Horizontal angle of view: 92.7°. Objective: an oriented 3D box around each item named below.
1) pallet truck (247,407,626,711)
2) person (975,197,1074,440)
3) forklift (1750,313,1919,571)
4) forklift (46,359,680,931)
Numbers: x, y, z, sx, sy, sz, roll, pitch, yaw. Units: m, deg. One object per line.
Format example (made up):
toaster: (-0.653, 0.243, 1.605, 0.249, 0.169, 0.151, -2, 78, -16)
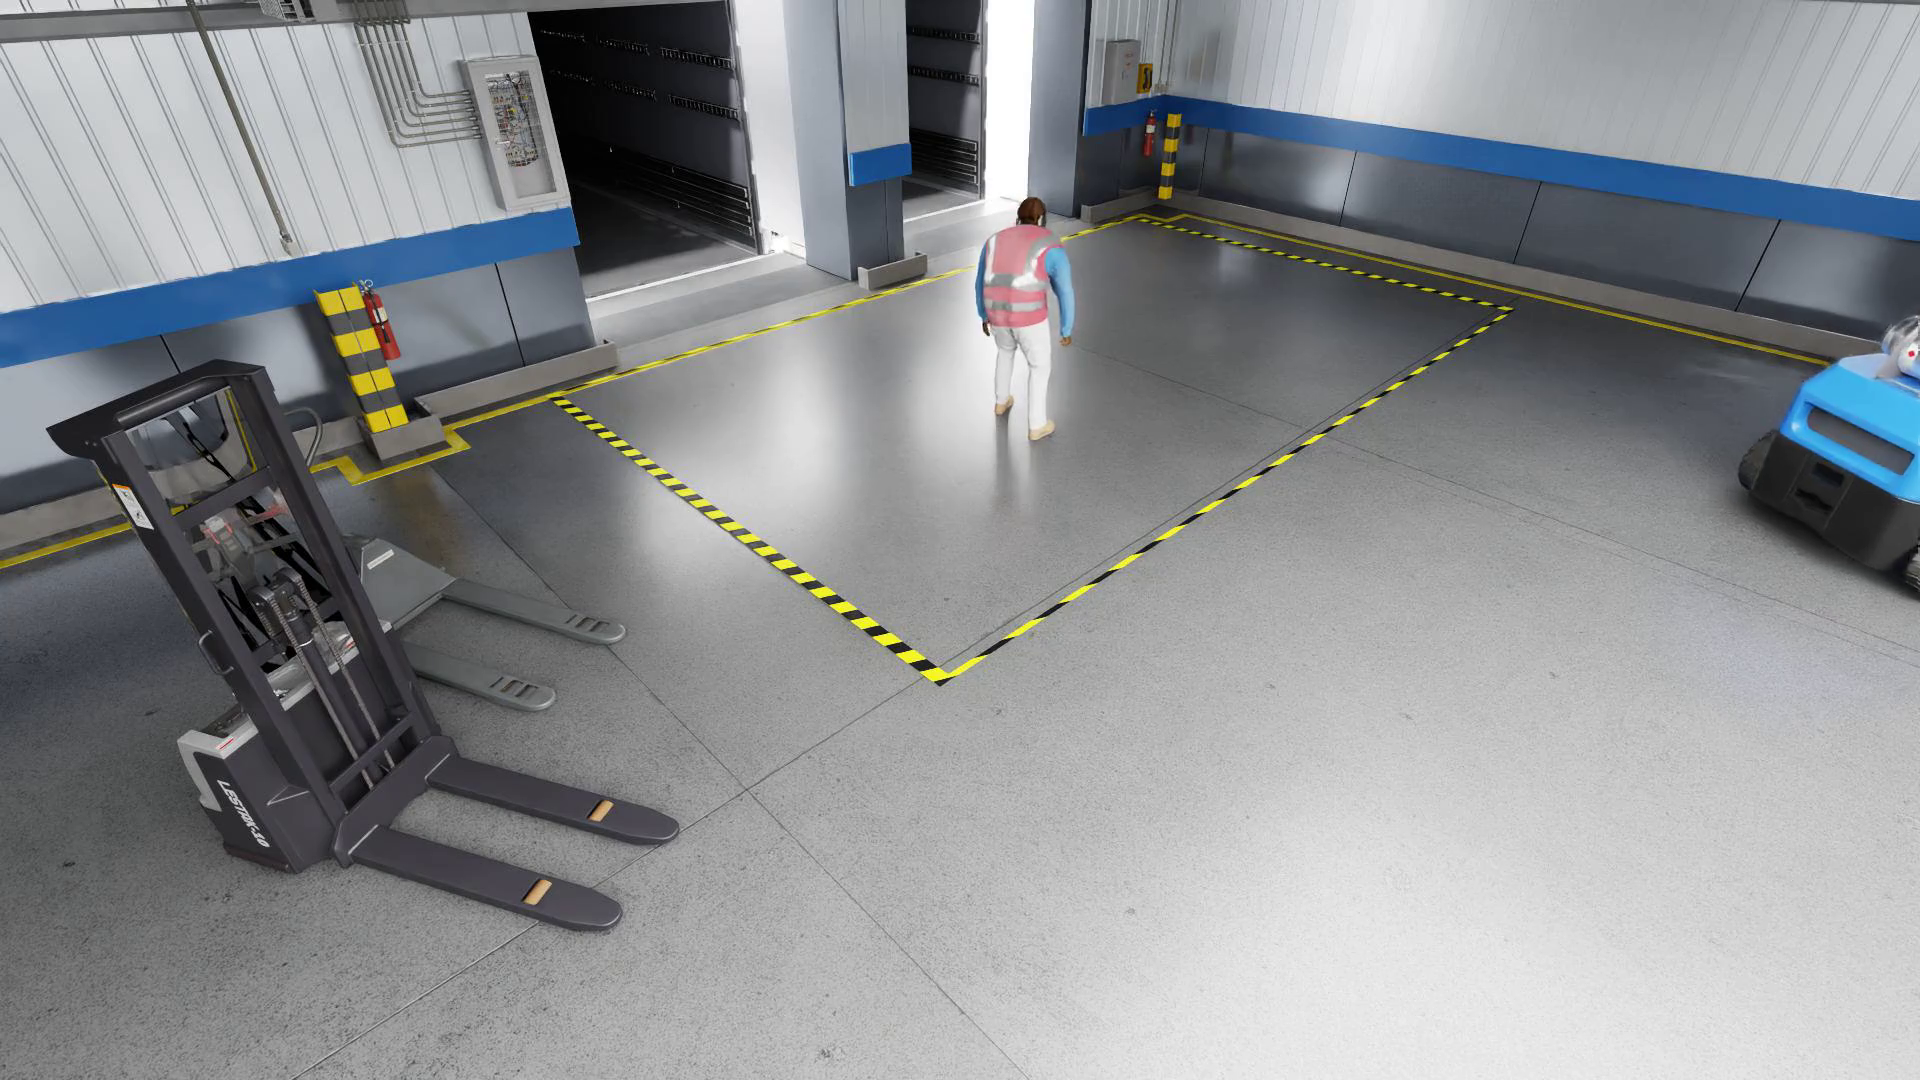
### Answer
pallet truck: (-2.628, 0.038, 4.590, 1.601, 1.201, 0.680, 12, 36, 18)
person: (0.464, -1.647, 6.773, 0.814, 1.592, 0.749, 19, 39, 26)
forklift: (6.346, -0.983, 5.104, 2.680, 2.036, 1.157, -4, 34, -6)
forklift: (-2.135, 0.422, 3.354, 1.885, 1.965, 0.823, 10, 35, 14)
